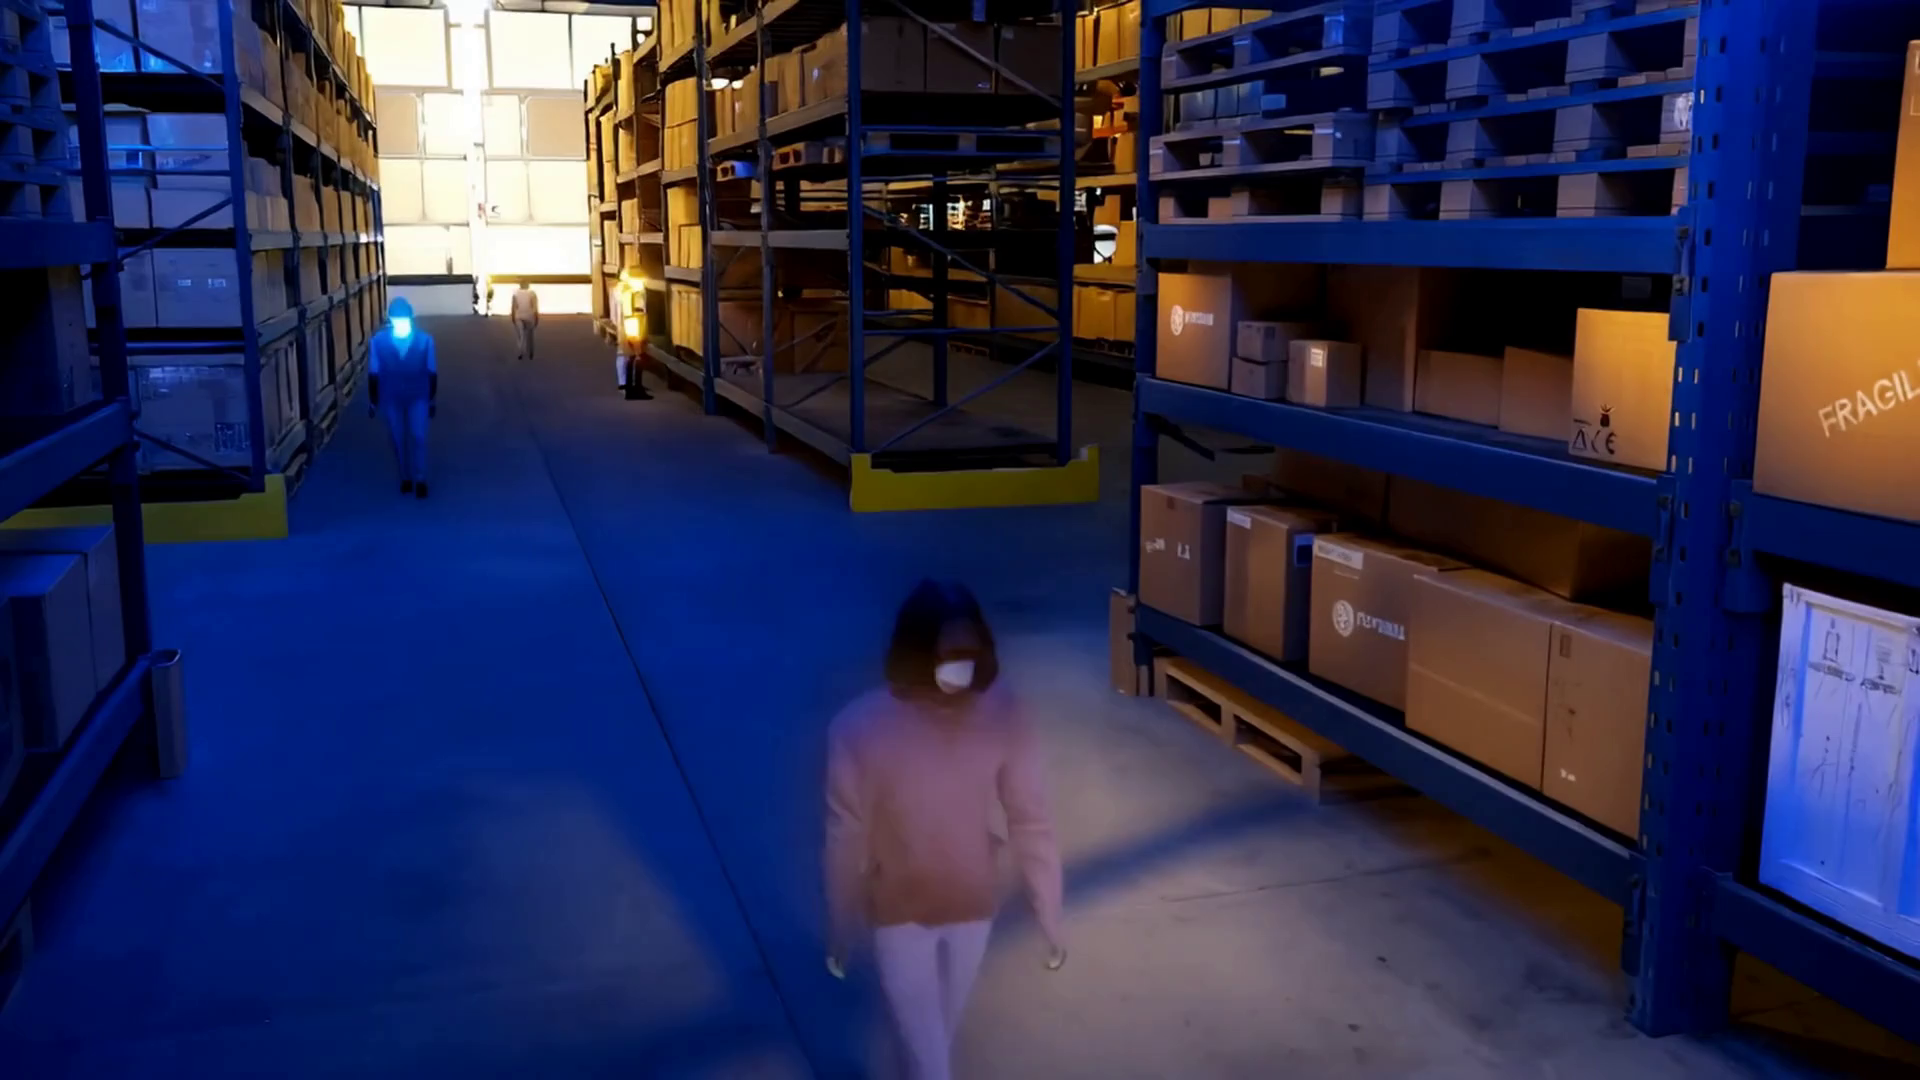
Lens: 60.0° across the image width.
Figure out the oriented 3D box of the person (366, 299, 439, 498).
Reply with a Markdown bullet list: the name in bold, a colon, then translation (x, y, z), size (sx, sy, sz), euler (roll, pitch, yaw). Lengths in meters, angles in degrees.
- **person**: translation (-5.046, -1.275, 15.066), size (0.618, 1.782, 0.921), euler (-3, 11, -15)

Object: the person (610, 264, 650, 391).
- **person**: translation (-5.032, -3.217, 25.297), size (0.629, 1.937, 0.379), euler (7, 12, 32)

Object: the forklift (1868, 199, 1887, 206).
- **forklift**: translation (11.338, -2.915, 21.052), size (1.129, 2.768, 1.873), euler (-3, 11, -17)

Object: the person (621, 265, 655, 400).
- **person**: translation (-4.667, -2.985, 24.022), size (0.379, 1.937, 0.547), euler (-8, 13, -37)

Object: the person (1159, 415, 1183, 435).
- **person**: translation (2.442, -2.186, 19.787), size (0.684, 1.886, 0.468), euler (-6, 12, -28)

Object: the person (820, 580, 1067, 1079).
- **person**: translation (-0.017, 0.879, 3.773), size (0.528, 1.581, 0.856), euler (-5, 11, -25)

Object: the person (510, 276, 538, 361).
- **person**: translation (-8.310, -4.230, 31.729), size (0.510, 1.610, 0.794), euler (-2, 11, -13)
